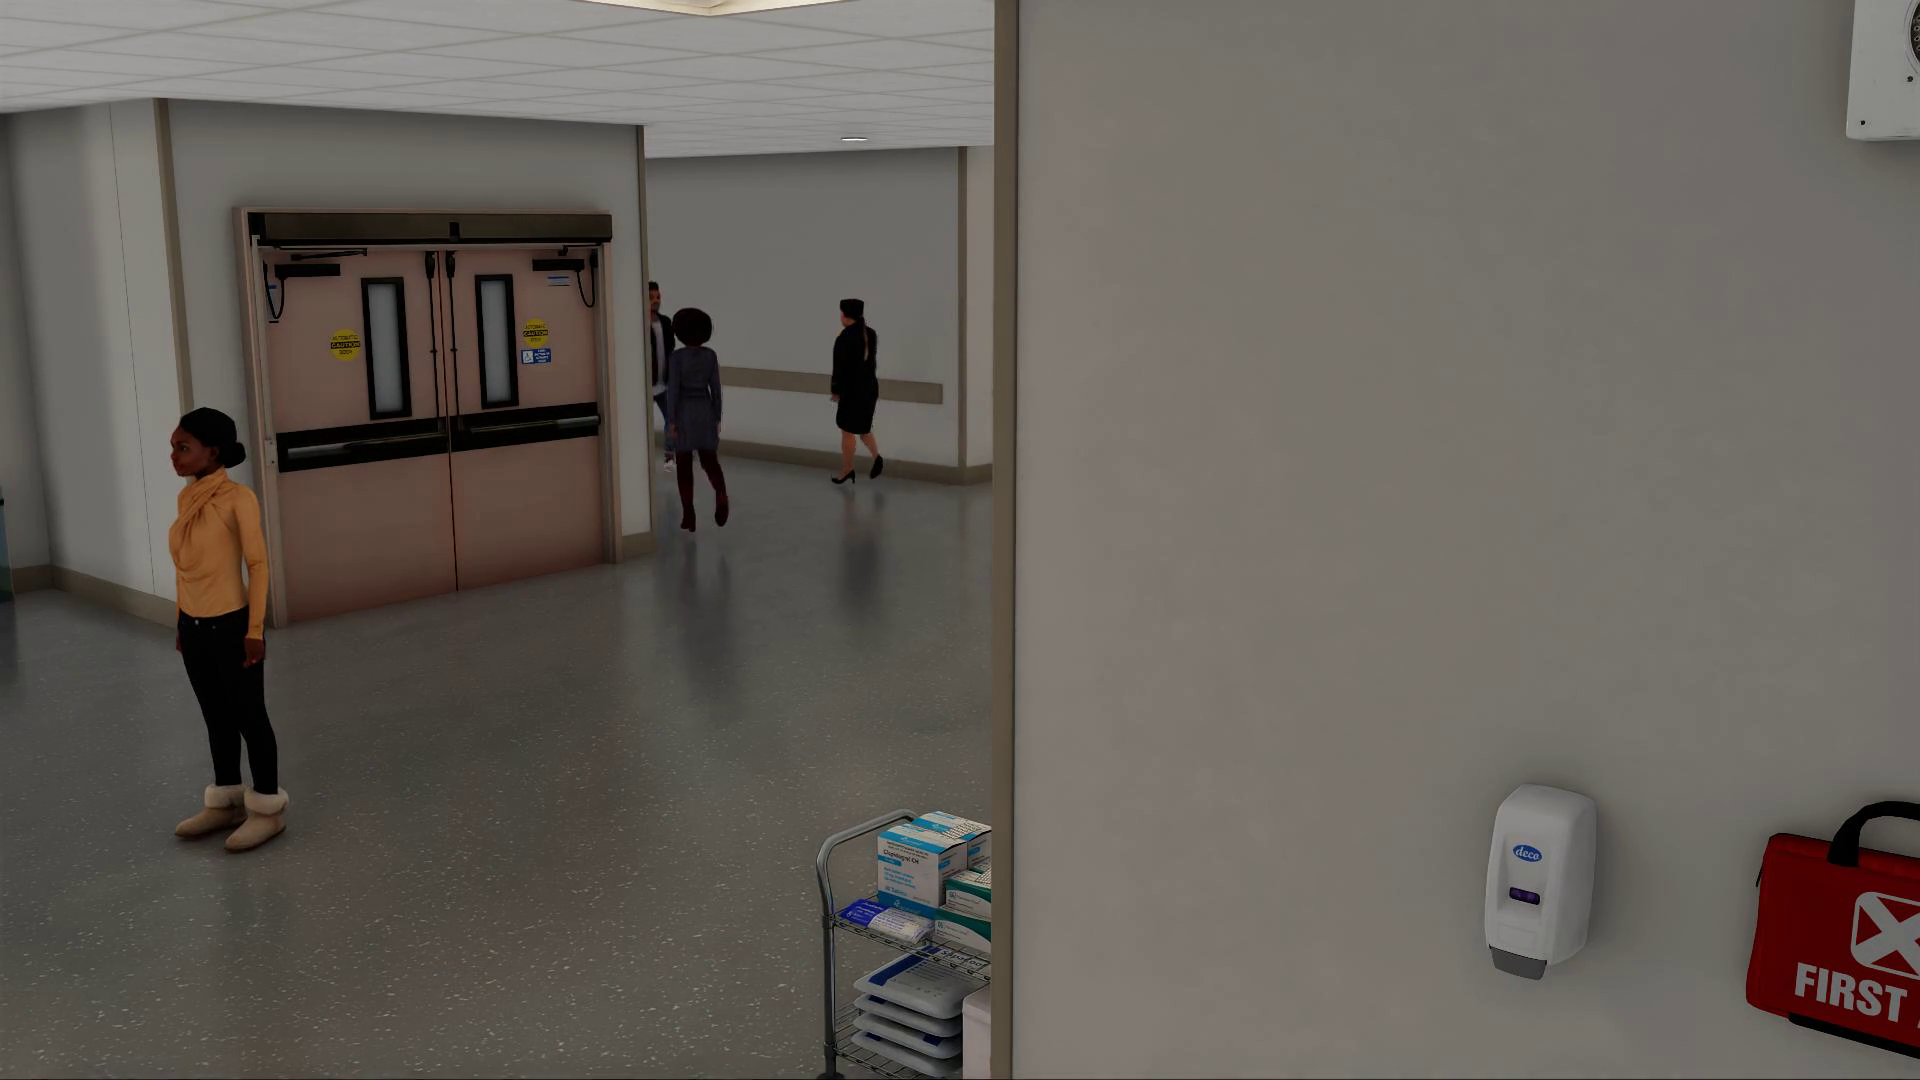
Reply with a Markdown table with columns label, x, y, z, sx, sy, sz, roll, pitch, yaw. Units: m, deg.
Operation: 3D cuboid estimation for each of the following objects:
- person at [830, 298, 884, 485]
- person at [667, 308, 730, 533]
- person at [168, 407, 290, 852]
| label | x | y | z | sx | sy | sz | roll | pitch | yaw |
| --- | --- | --- | --- | --- | --- | --- | --- | --- | --- |
| person | -0.886 | -1.315 | 14.878 | 0.805 | 1.664 | 0.692 | 7 | 13 | 34 |
| person | -1.943 | -0.856 | 12.386 | 1.044 | 1.692 | 0.906 | -6 | 12 | -27 |
| person | -2.771 | 0.323 | 6.260 | 0.645 | 1.659 | 0.601 | 6 | 12 | 28 |
